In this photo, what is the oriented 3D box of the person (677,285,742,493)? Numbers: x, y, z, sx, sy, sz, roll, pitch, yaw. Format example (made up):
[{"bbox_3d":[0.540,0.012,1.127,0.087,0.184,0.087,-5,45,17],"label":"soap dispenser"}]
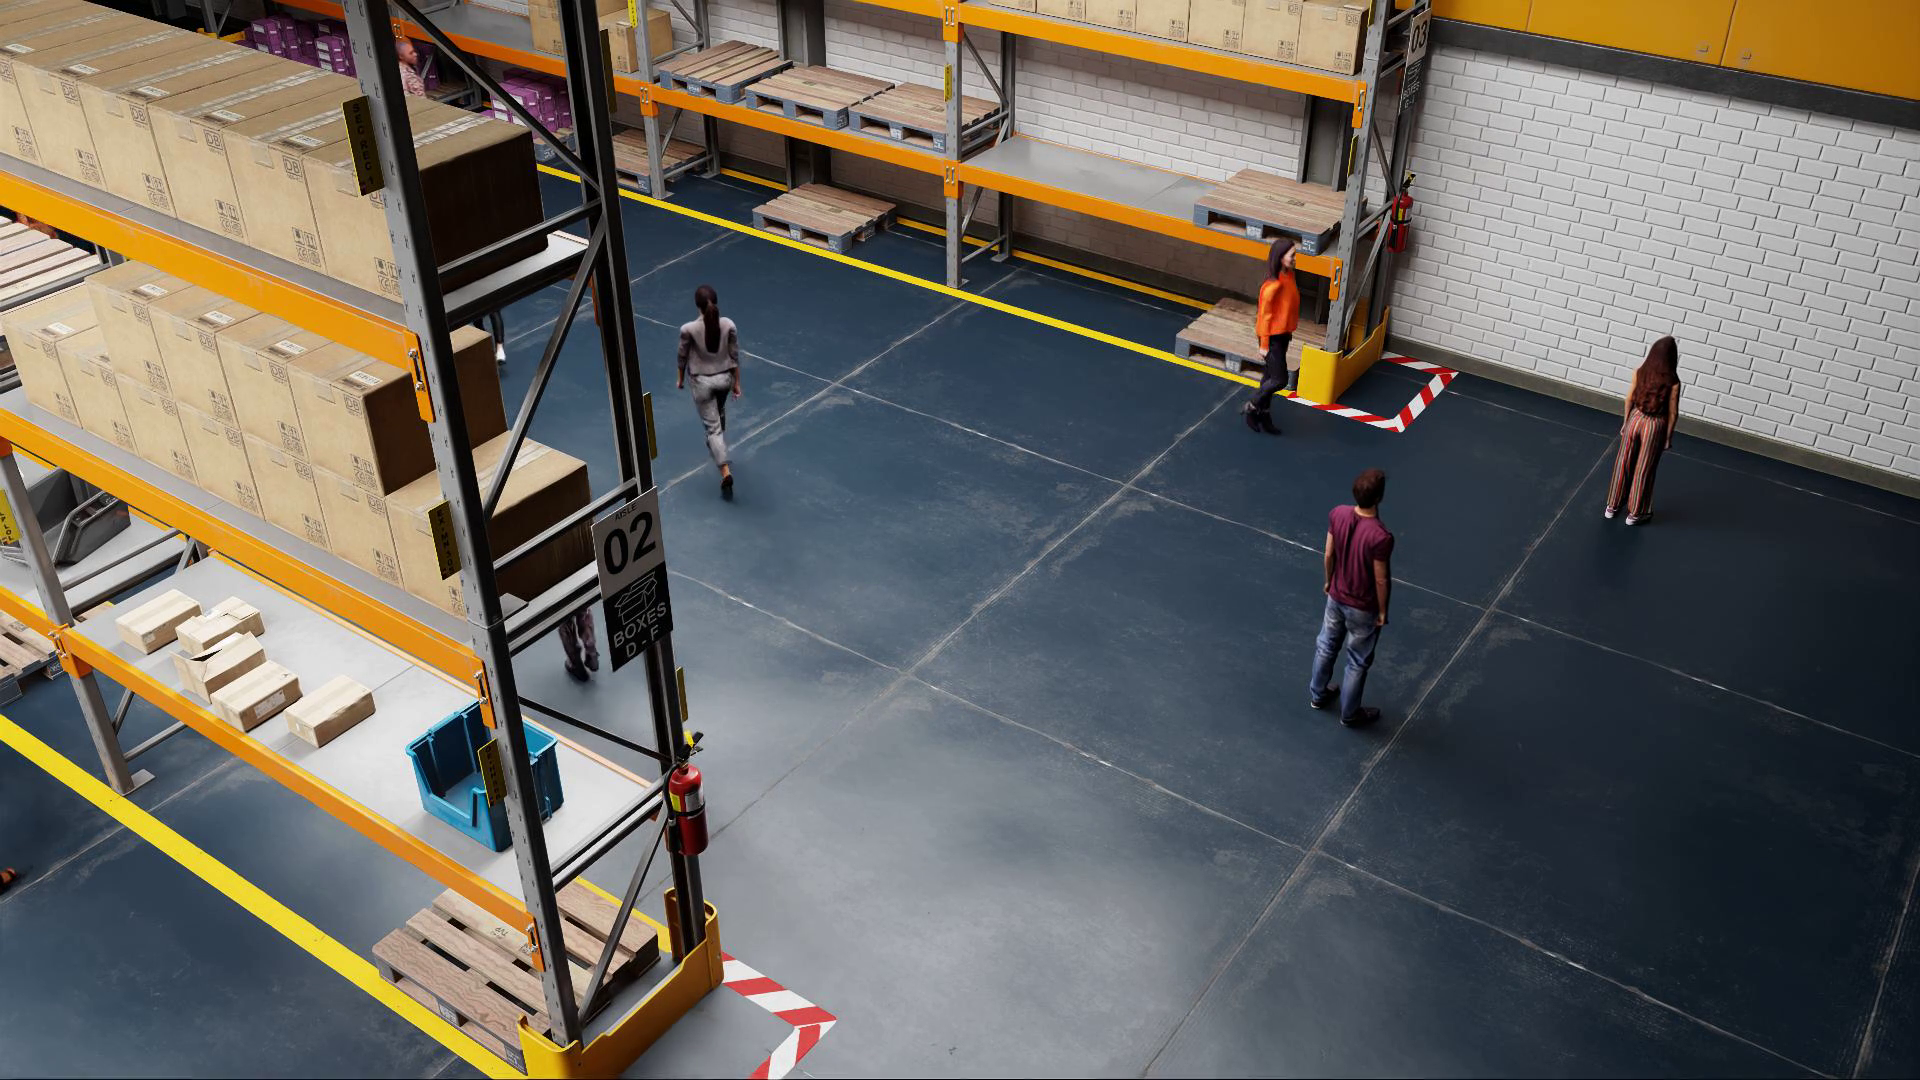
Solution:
[{"bbox_3d":[-1.923,-1.143,12.973,0.979,1.628,1.202,-15,36,-21],"label":"person"}]

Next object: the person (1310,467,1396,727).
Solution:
[{"bbox_3d":[2.499,0.350,10.518,0.778,1.859,0.601,-24,40,-31],"label":"person"}]

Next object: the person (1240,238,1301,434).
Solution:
[{"bbox_3d":[2.504,-1.670,13.666,0.639,1.739,0.639,19,38,26],"label":"person"}]

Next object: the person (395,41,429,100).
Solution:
[{"bbox_3d":[-5.827,-4.417,17.737,0.811,1.808,0.776,-2,34,-3],"label":"person"}]

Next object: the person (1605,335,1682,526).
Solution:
[{"bbox_3d":[5.190,-0.843,12.579,0.502,1.564,0.640,28,43,36],"label":"person"}]
